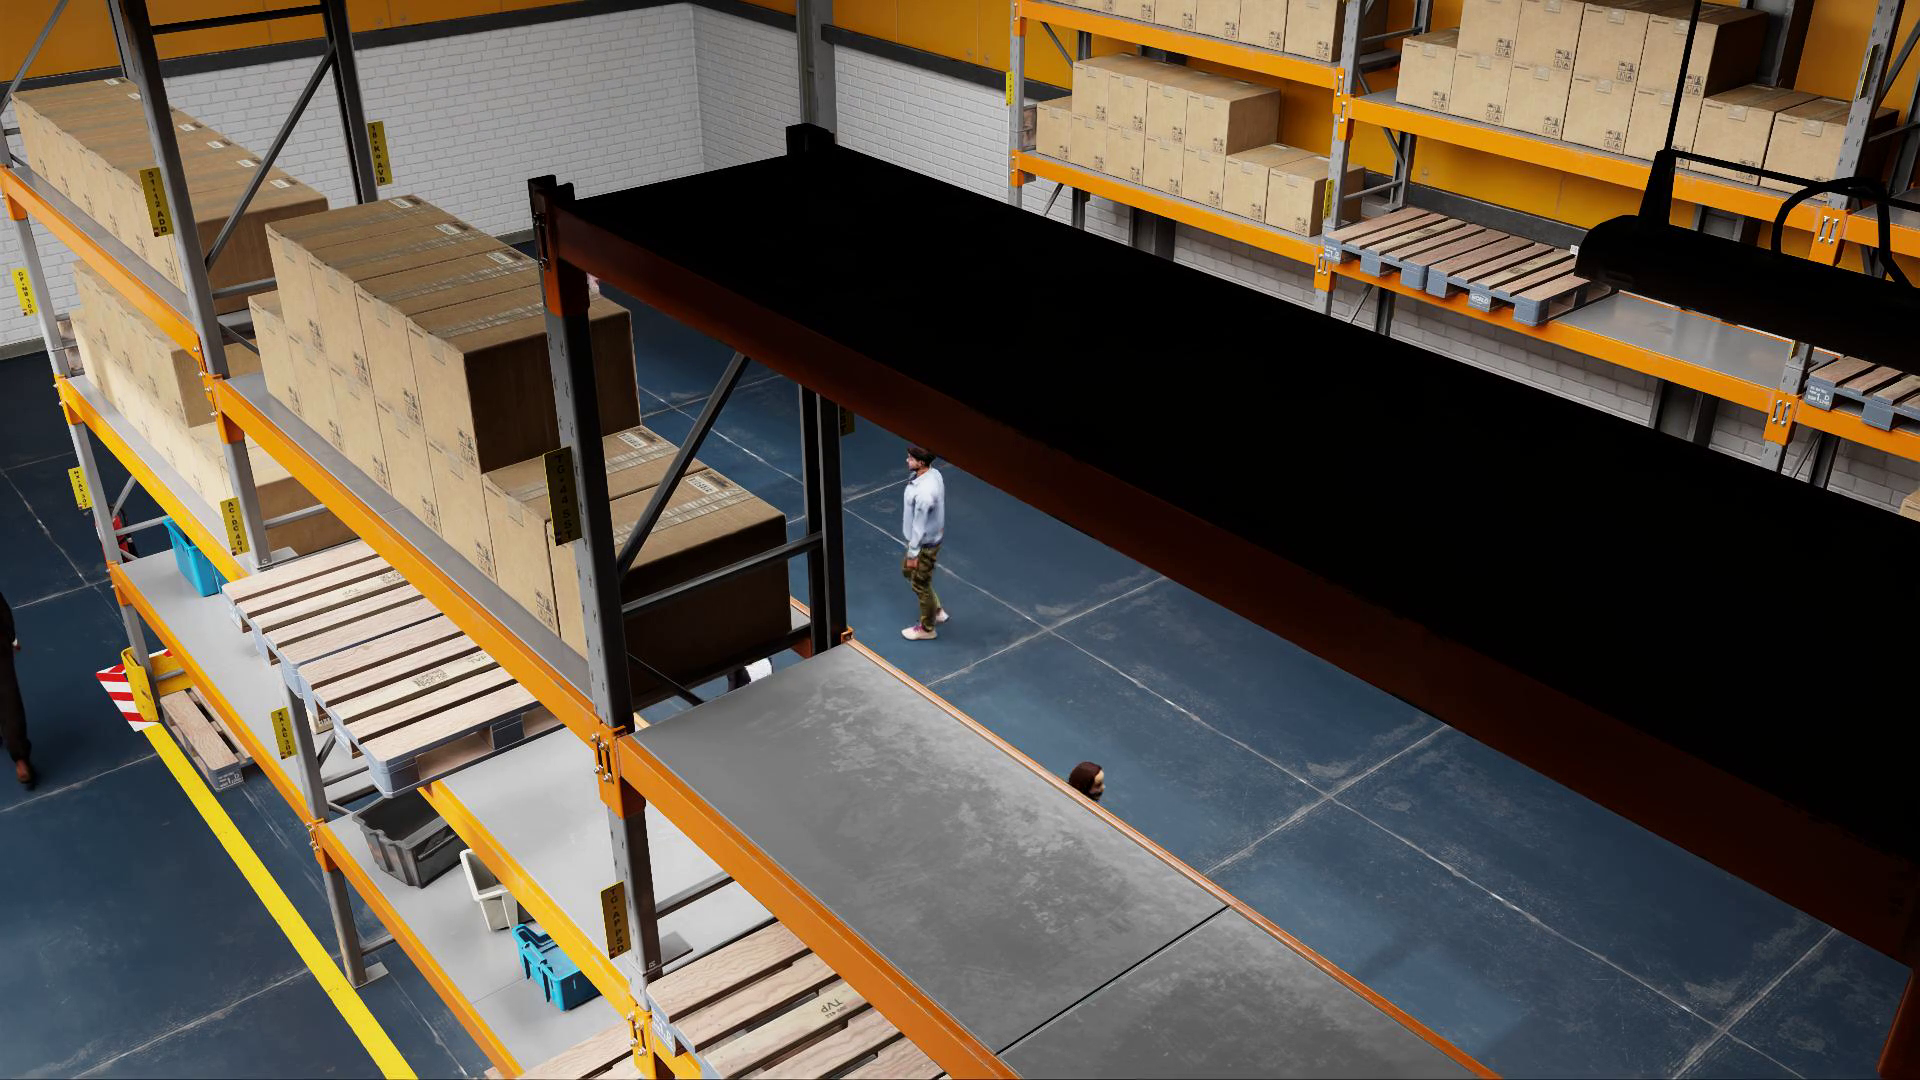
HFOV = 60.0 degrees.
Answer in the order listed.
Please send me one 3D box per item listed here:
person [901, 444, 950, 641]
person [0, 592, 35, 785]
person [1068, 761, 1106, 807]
[{"bbox_3d":[-0.221,0.016,13.520,0.871,1.804,0.814,3,29,6],"label":"person"},{"bbox_3d":[-6.957,0.886,11.860,0.776,1.866,1.280,-18,33,-29],"label":"person"},{"bbox_3d":[0.685,1.968,10.307,0.955,1.453,0.825,12,31,20],"label":"person"}]
